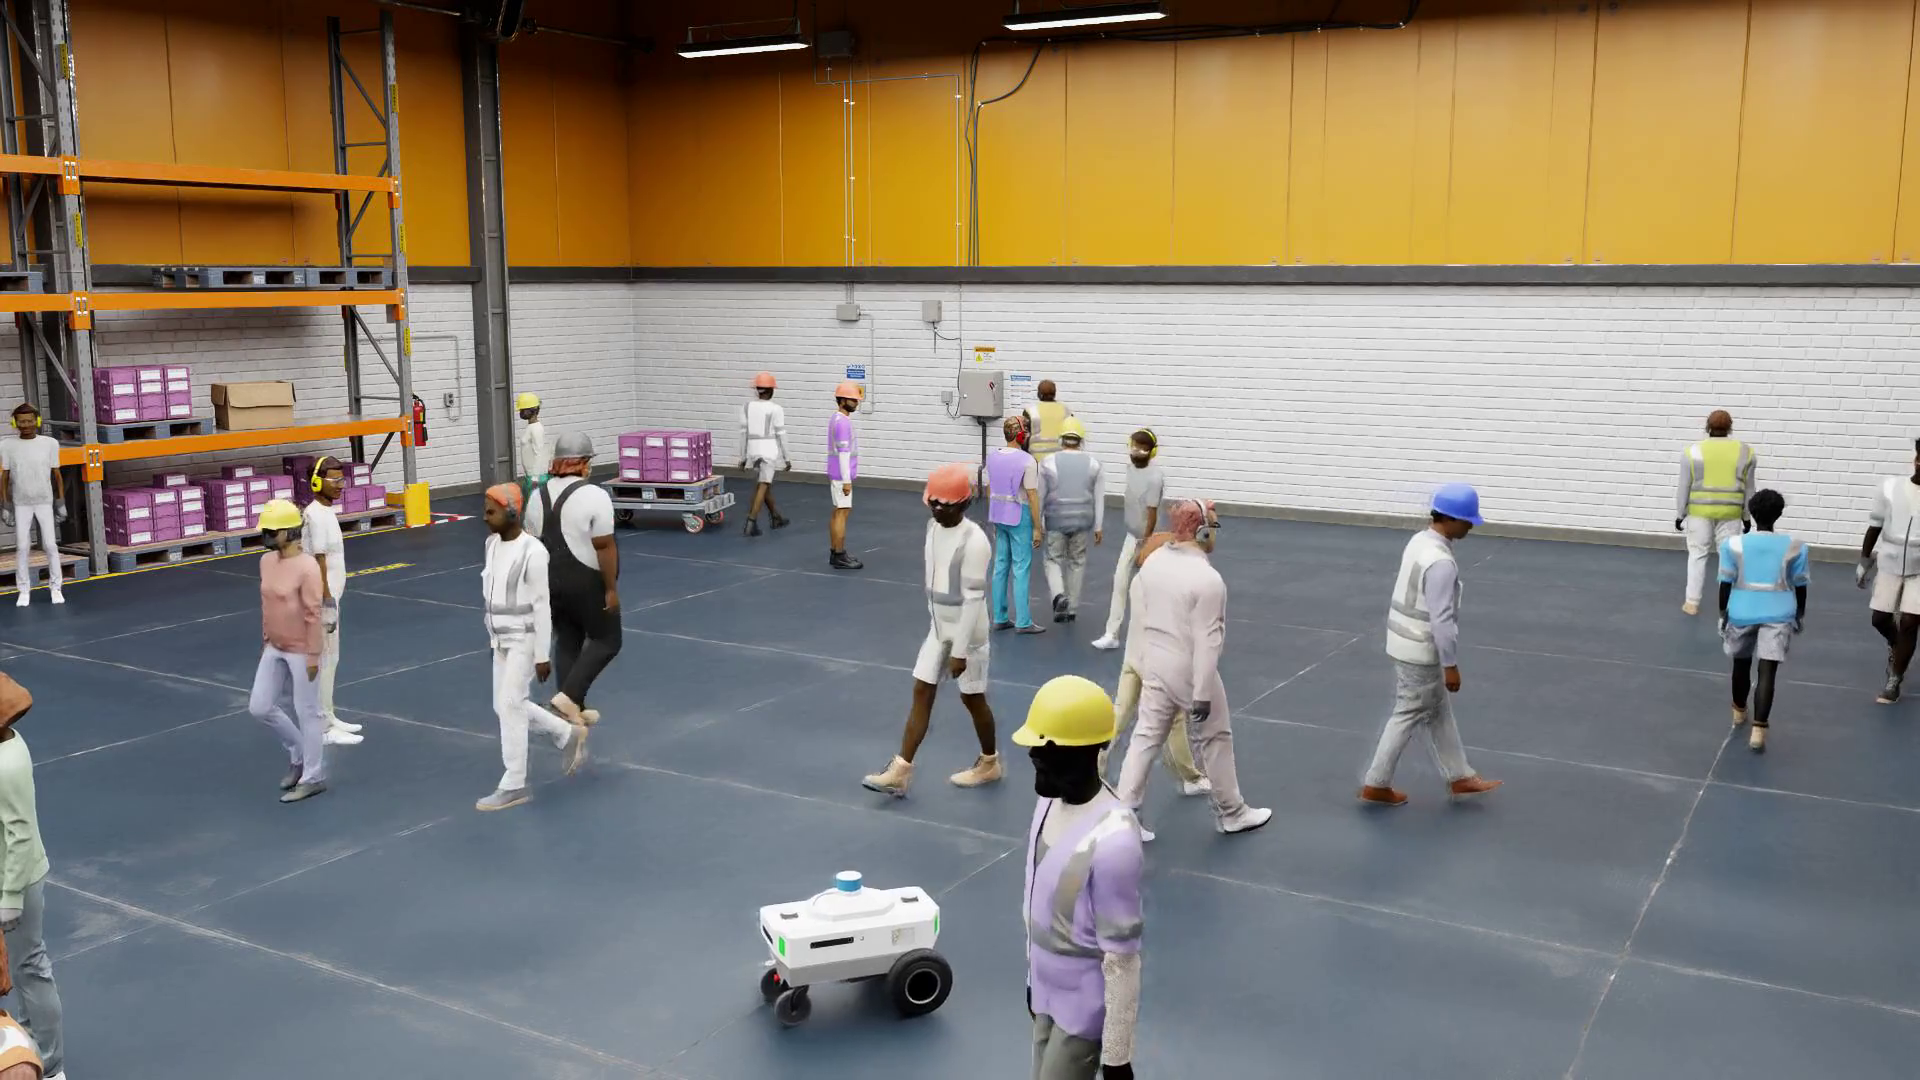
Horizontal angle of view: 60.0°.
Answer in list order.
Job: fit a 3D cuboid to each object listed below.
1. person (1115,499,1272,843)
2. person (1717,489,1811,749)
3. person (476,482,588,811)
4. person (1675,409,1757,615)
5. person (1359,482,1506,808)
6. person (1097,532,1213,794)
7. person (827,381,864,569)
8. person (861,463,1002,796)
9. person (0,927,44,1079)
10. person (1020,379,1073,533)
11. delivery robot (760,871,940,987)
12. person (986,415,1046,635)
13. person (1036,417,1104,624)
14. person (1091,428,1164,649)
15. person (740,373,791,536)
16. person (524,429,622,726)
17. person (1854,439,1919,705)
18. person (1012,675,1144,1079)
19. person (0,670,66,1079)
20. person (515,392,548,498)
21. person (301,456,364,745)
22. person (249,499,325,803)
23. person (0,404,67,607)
[{"bbox_3d":[1.205,0.699,8.838,0.987,1.859,0.655,-6,11,-31],"label":"person"},{"bbox_3d":[5.191,0.491,10.779,0.540,1.649,0.892,5,10,27],"label":"person"},{"bbox_3d":[-2.472,0.581,9.544,0.703,1.865,0.585,-8,12,-41],"label":"person"},{"bbox_3d":[6.678,-0.236,14.715,0.634,1.842,0.429,3,9,16],"label":"person"},{"bbox_3d":[2.677,0.607,9.306,0.836,1.897,0.668,1,9,5],"label":"person"},{"bbox_3d":[1.083,0.728,9.528,0.907,1.575,0.518,-4,10,-22],"label":"person"},{"bbox_3d":[-1.180,-0.671,17.139,0.376,1.934,0.548,-2,9,-10],"label":"person"},{"bbox_3d":[-0.105,0.534,9.494,1.004,1.975,0.681,-6,11,-32],"label":"person"},{"bbox_3d":[-2.236,1.614,3.797,0.511,1.641,0.309,6,11,34],"label":"person"},{"bbox_3d":[1.010,-0.940,19.160,0.639,1.821,0.588,-3,10,-18],"label":"person"},{"bbox_3d":[-0.456,1.615,6.874,0.707,0.478,0.477,-3,10,-20],"label":"delivery robot"},{"bbox_3d":[0.447,-0.123,13.994,0.389,1.847,0.567,-9,13,-44],"label":"person"},{"bbox_3d":[0.931,-0.145,14.226,0.612,1.812,0.573,-1,9,-4],"label":"person"},{"bbox_3d":[1.388,0.004,13.294,0.811,1.812,0.601,-6,11,-31],"label":"person"},{"bbox_3d":[-2.283,-1.007,19.418,0.568,1.887,1.002,5,10,29],"label":"person"},{"bbox_3d":[-2.530,0.268,10.951,0.693,2.000,0.620,5,11,31],"label":"person"},{"bbox_3d":[6.758,0.185,11.818,0.683,1.928,0.671,9,12,43],"label":"person"},{"bbox_3d":[0.386,1.313,4.837,0.712,1.911,0.597,-2,9,-12],"label":"person"},{"bbox_3d":[-3.488,1.251,6.078,0.282,1.633,0.499,-7,11,-37],"label":"person"},{"bbox_3d":[-4.589,-0.701,17.860,0.312,1.768,0.524,-4,10,-24],"label":"person"},{"bbox_3d":[-4.074,0.387,10.755,0.311,1.863,0.534,-3,10,-20],"label":"person"},{"bbox_3d":[-3.846,0.634,9.524,0.544,1.754,0.365,6,11,32],"label":"person"},{"bbox_3d":[-8.471,-0.321,15.202,0.512,1.860,0.321,-4,10,-25],"label":"person"}]
